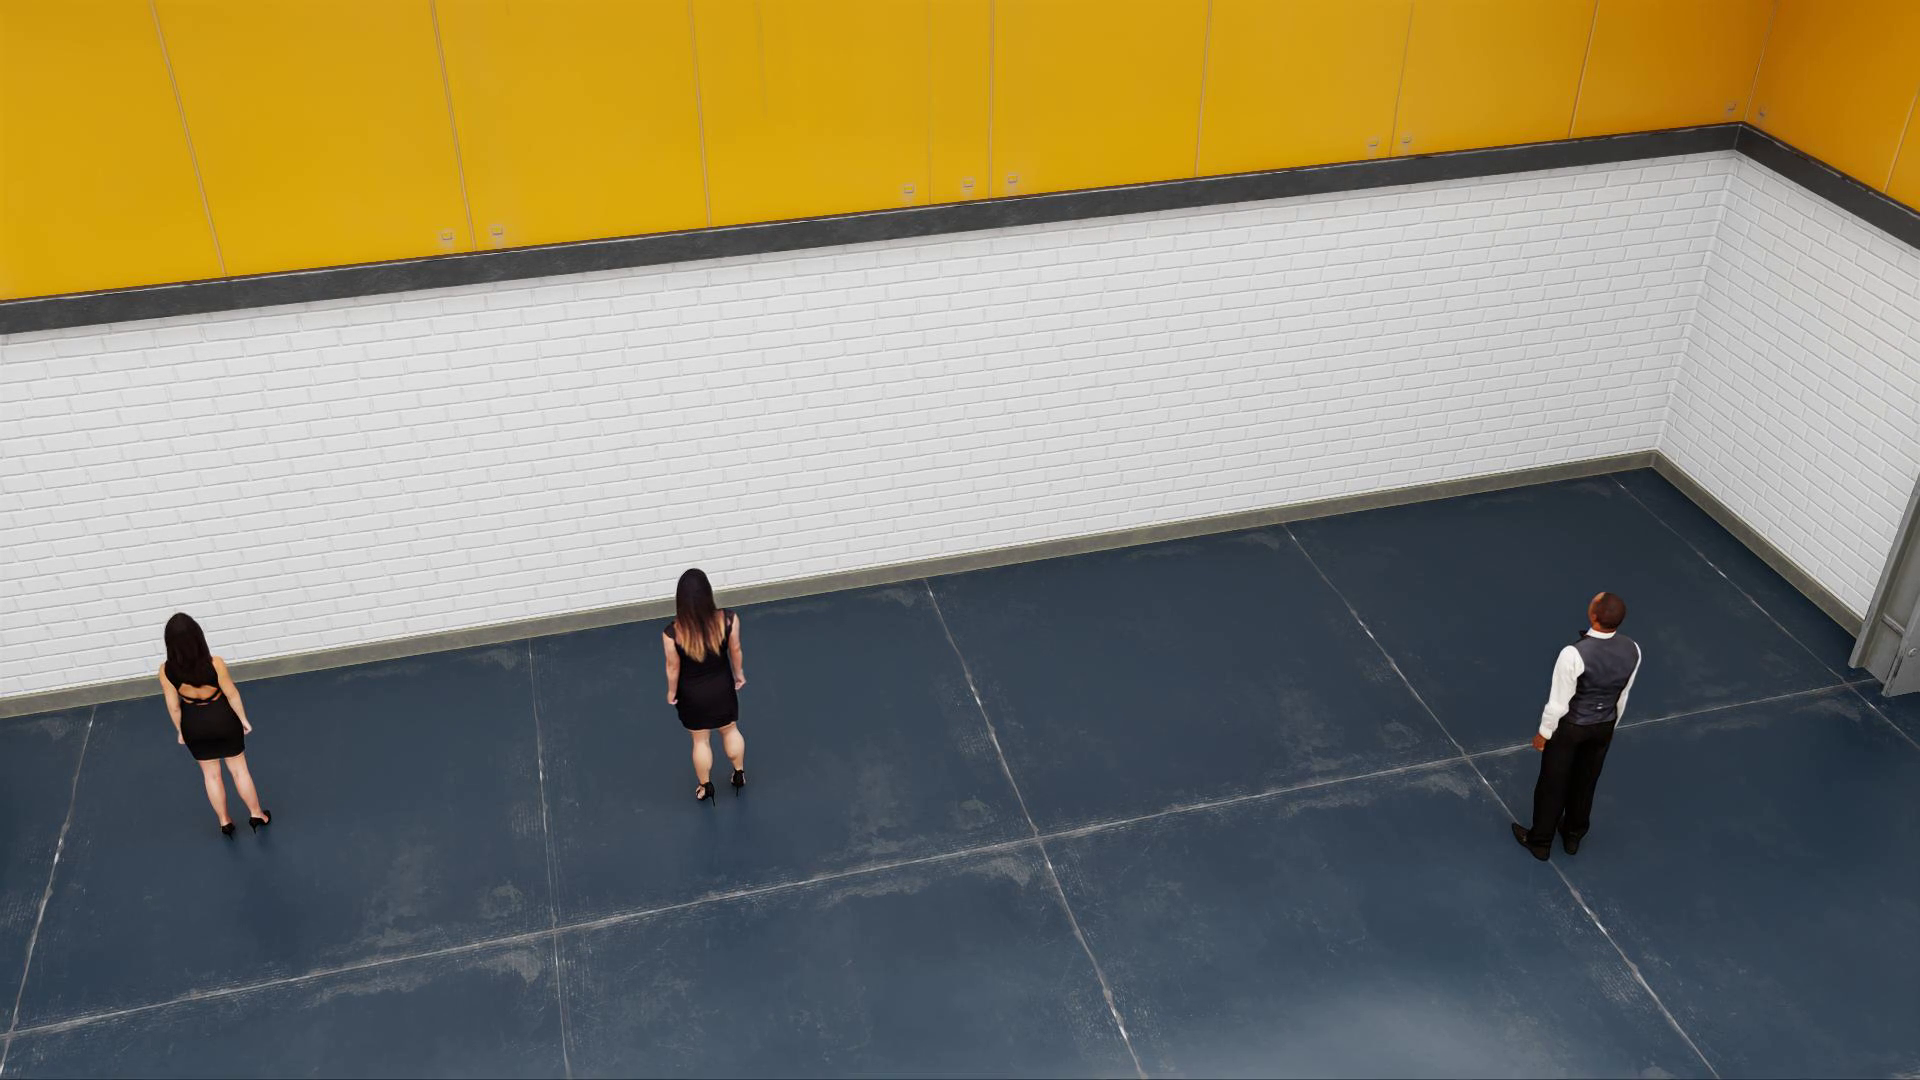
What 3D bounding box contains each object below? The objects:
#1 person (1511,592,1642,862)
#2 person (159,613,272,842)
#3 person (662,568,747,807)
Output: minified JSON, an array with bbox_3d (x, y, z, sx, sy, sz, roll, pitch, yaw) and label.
[{"bbox_3d":[3.694,1.113,9.906,0.685,1.917,0.570,-7,34,-11],"label":"person"},{"bbox_3d":[-4.545,1.147,10.099,0.569,1.648,0.469,-8,35,-12],"label":"person"},{"bbox_3d":[-1.577,0.930,10.365,0.710,1.715,0.666,-15,37,-22],"label":"person"}]
